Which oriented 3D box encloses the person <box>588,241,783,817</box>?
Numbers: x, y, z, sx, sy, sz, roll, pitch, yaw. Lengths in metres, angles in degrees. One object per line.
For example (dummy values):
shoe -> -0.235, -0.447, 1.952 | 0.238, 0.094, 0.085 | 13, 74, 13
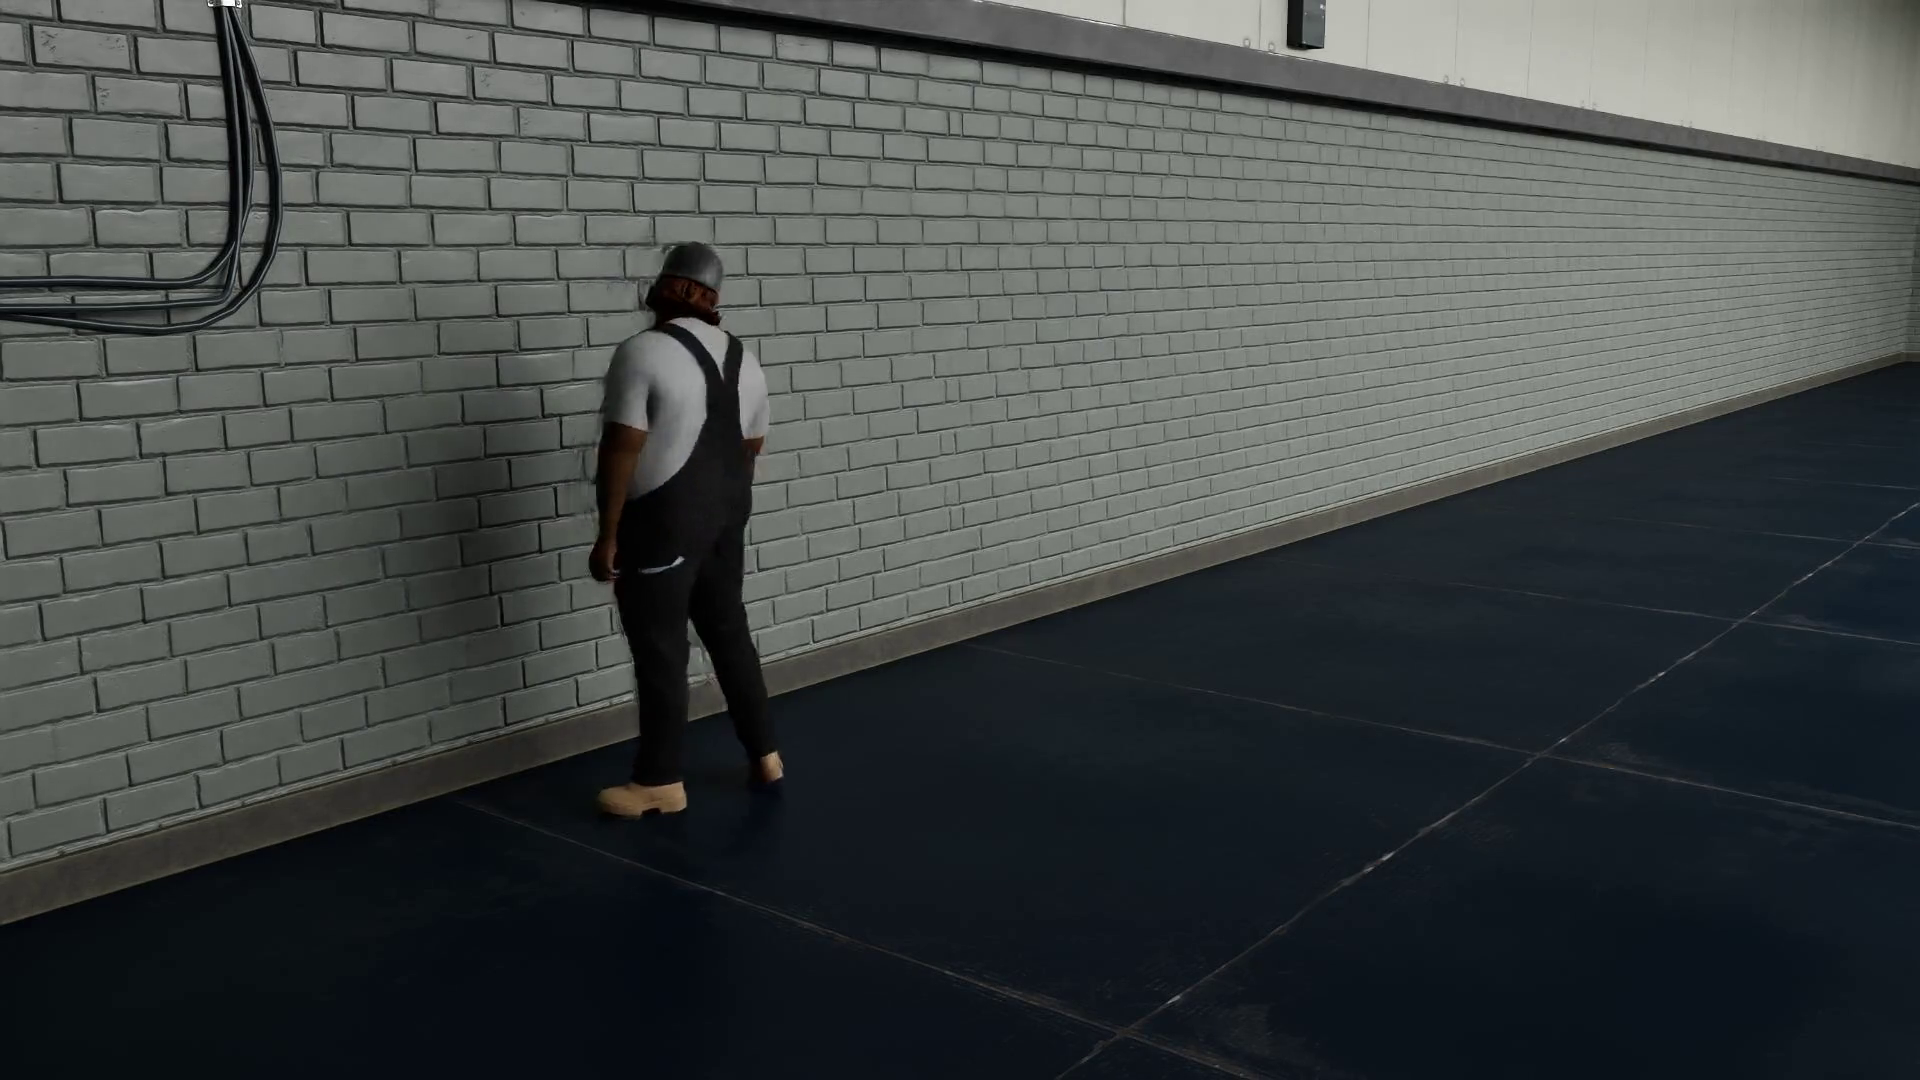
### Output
person -> -1.002, -0.049, 5.905 | 0.546, 2.000, 0.799 | 6, 12, 31
